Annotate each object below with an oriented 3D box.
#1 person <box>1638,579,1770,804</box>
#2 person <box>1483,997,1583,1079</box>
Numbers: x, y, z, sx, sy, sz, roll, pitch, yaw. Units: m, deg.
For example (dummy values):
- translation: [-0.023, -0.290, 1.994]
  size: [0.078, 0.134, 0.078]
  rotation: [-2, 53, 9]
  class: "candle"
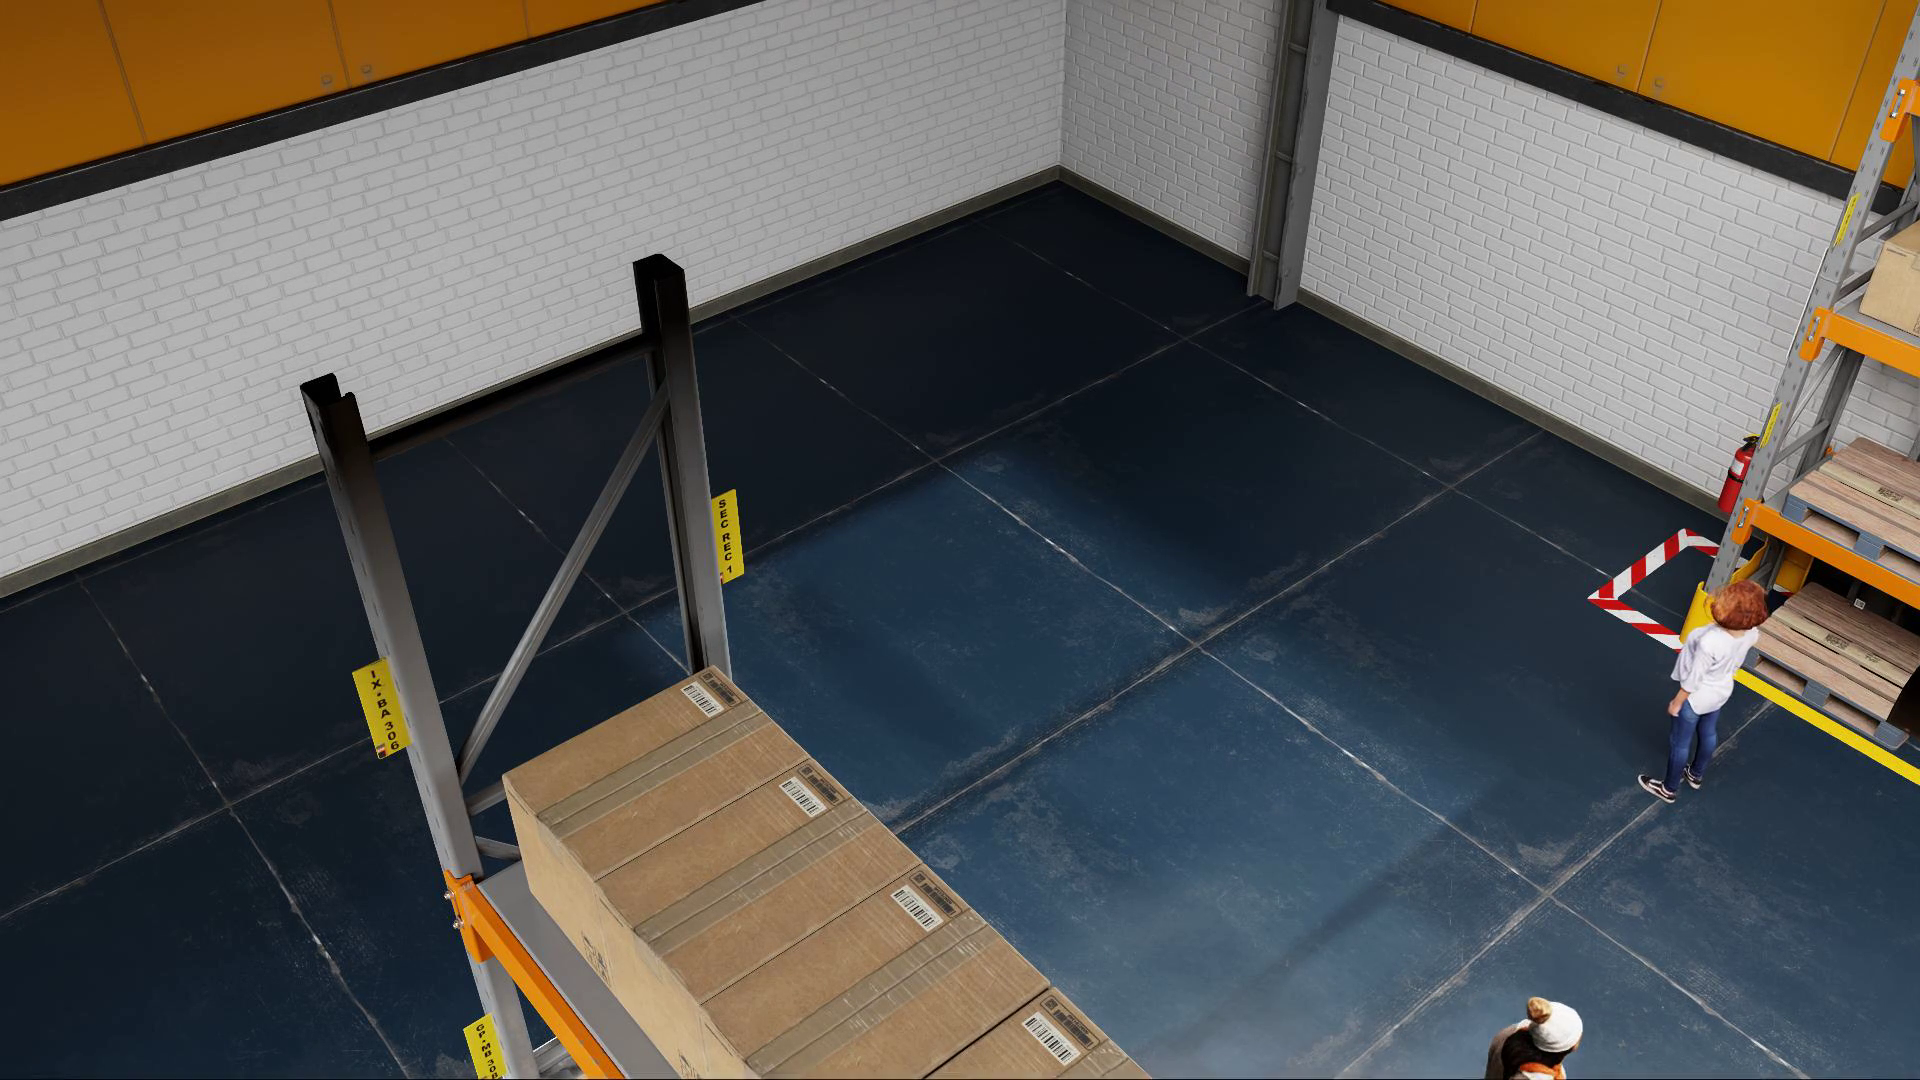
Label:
- translation: [4.725, 0.953, 10.517]
  size: [0.701, 1.713, 0.681]
  rotation: [-16, 41, -19]
  class: "person"
- translation: [2.579, 2.830, 8.039]
  size: [1.101, 1.873, 1.071]
  rotation: [0, 39, 0]
  class: "person"
